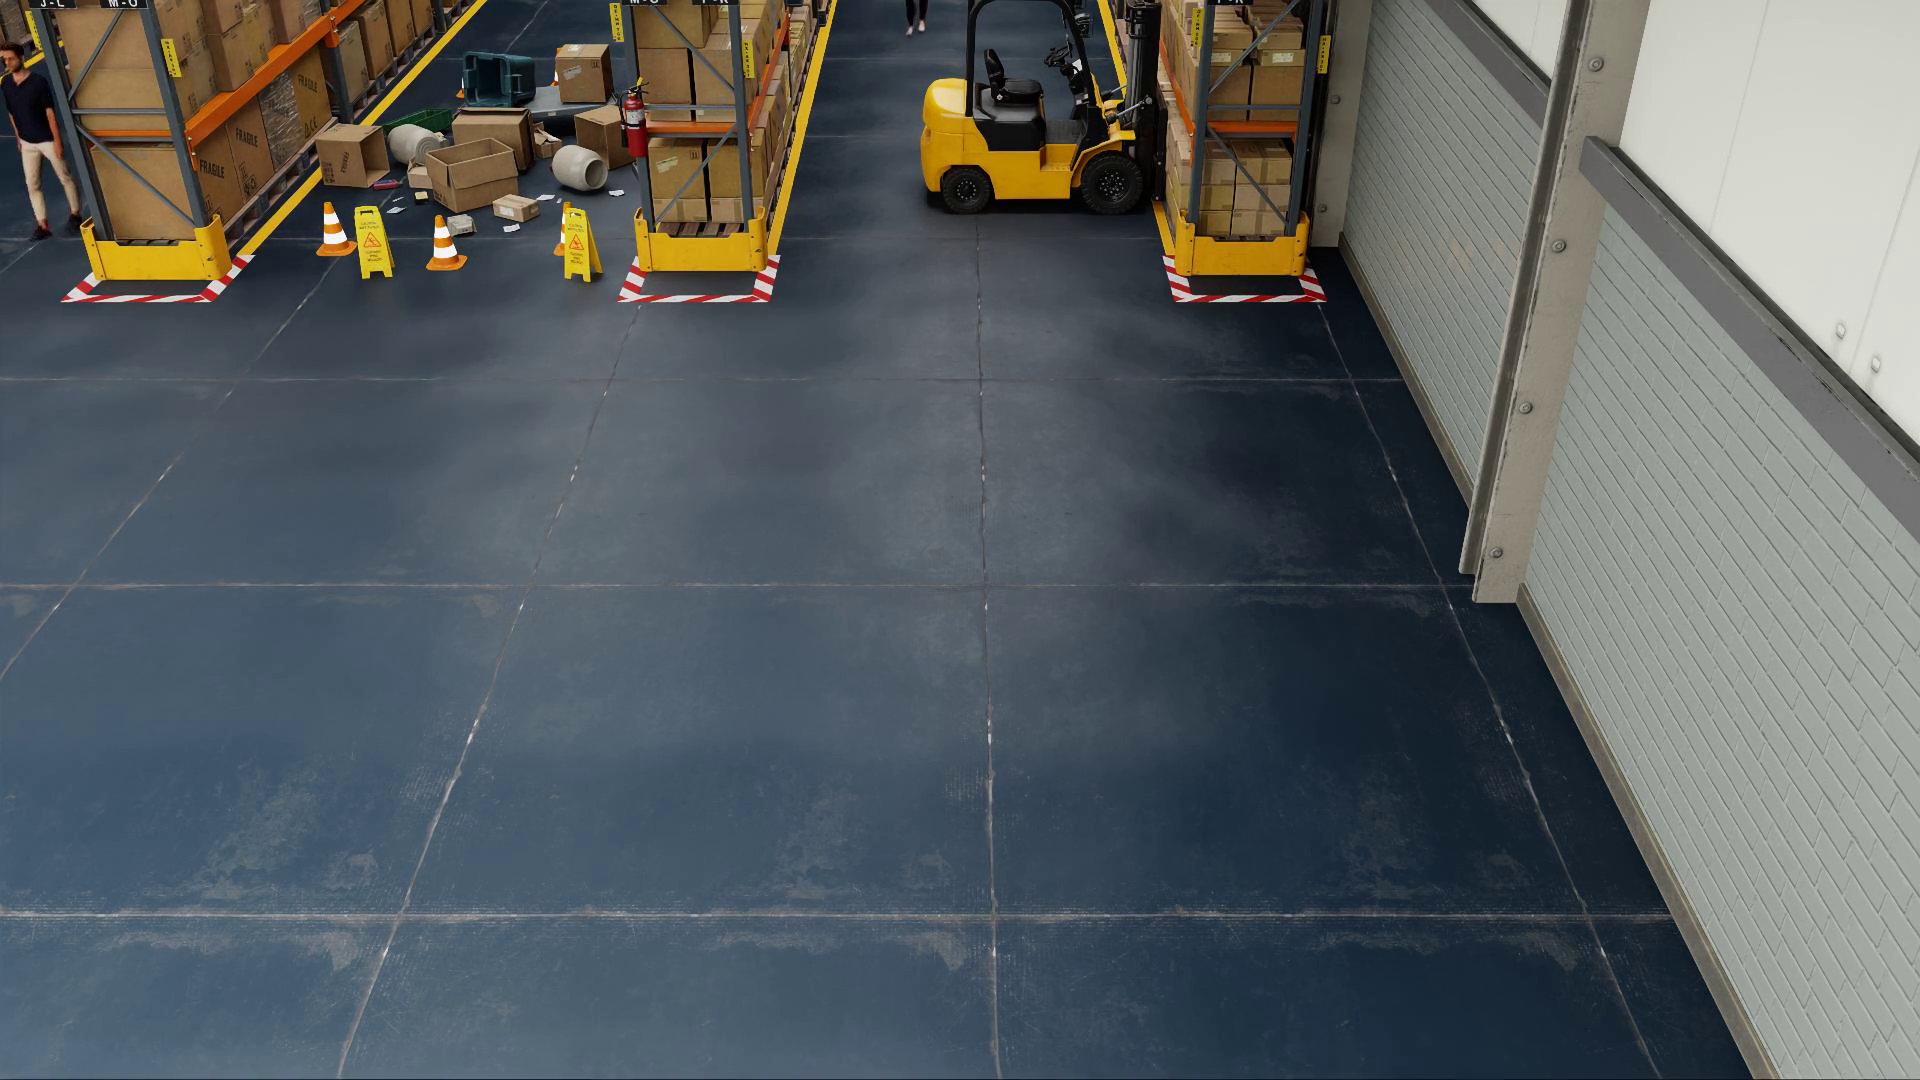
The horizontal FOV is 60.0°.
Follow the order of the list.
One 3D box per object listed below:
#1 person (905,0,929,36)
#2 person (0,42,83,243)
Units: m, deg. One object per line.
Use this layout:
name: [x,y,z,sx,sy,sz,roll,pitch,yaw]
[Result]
person: [-0.538,-7.509,21.687,0.596,1.729,0.889,2,32,3]
person: [-8.632,-3.799,15.708,0.682,1.834,0.916,1,32,1]
